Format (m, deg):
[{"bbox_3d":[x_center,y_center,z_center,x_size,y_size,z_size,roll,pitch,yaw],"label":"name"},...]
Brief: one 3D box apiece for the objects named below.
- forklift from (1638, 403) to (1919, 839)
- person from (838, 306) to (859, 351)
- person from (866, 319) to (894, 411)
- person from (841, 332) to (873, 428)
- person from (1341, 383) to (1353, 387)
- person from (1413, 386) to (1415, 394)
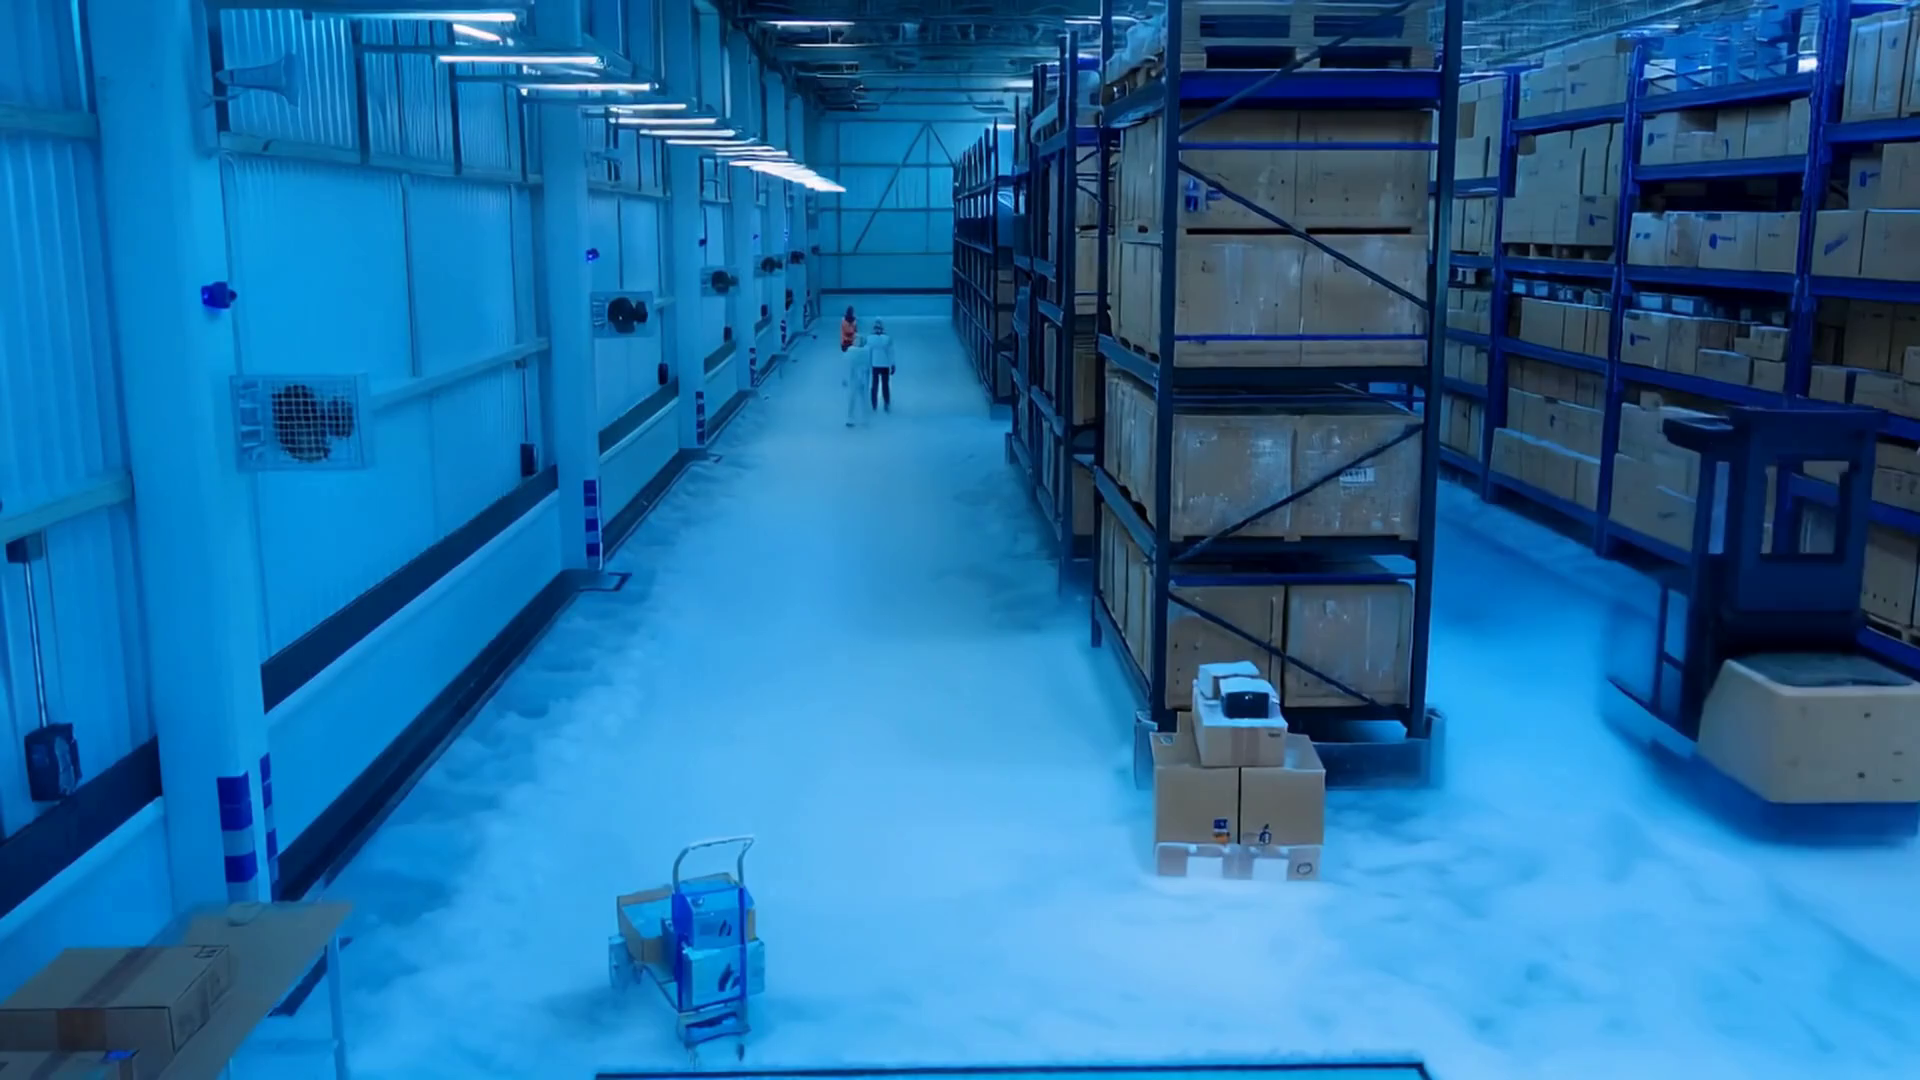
[{"bbox_3d":[5.749,0.451,11.501,1.129,2.768,1.873,0,11,-2],"label":"forklift"},{"bbox_3d":[-2.838,-5.022,42.518,0.590,1.910,0.387,-8,14,-36],"label":"person"},{"bbox_3d":[-1.715,-3.747,35.685,0.618,1.986,0.410,-3,11,-13],"label":"person"},{"bbox_3d":[-2.052,-3.177,32.979,0.659,1.894,0.411,-5,12,-26],"label":"person"},{"bbox_3d":[7.265,-2.988,31.616,0.587,2.025,0.611,-5,12,-25],"label":"person"},{"bbox_3d":[10.612,-4.266,38.854,0.678,1.809,0.385,8,13,35],"label":"person"}]
